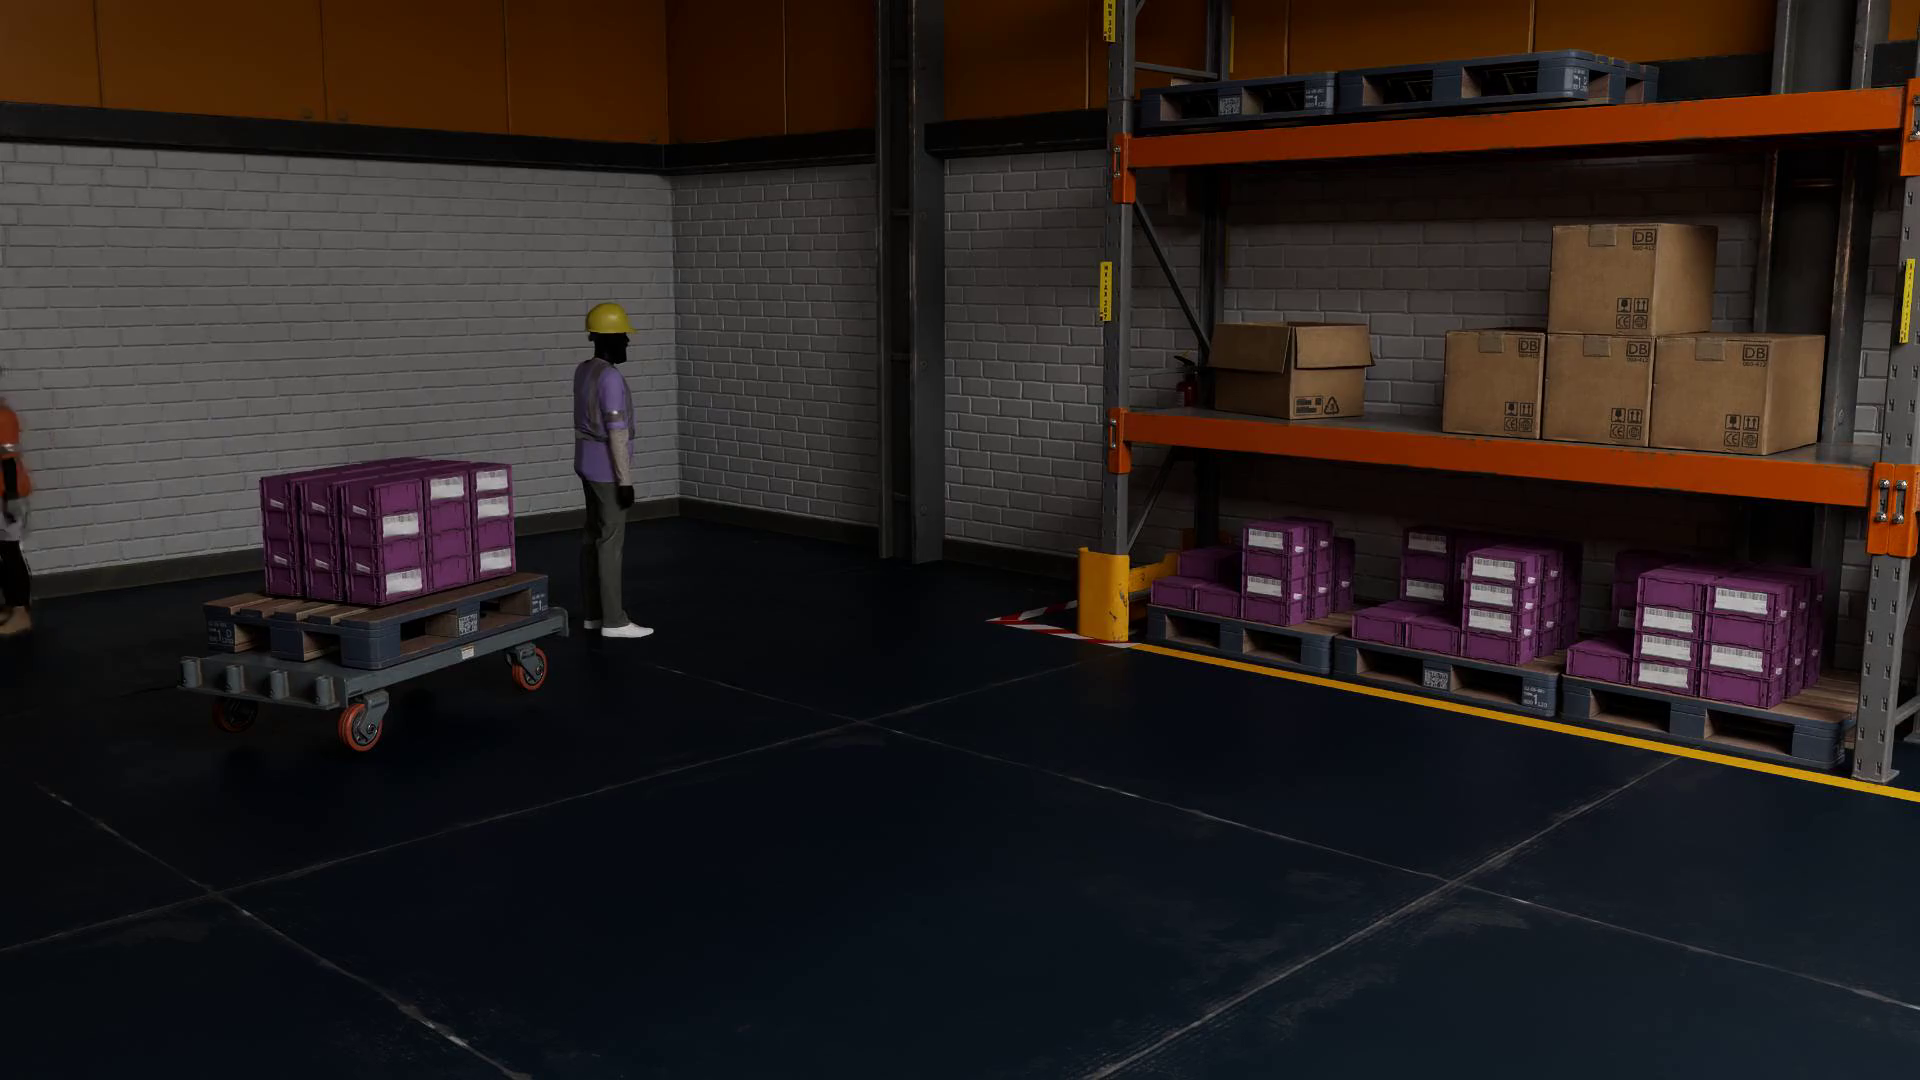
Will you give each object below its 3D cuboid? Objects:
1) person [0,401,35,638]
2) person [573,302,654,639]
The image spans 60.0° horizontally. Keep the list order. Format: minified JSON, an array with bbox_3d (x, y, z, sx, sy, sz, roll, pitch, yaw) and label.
[{"bbox_3d":[-5.545,-0.263,9.519,0.537,1.673,0.407,5,10,26],"label":"person"},{"bbox_3d":[-2.027,-0.398,9.595,0.378,1.928,0.585,-6,11,-31],"label":"person"}]
